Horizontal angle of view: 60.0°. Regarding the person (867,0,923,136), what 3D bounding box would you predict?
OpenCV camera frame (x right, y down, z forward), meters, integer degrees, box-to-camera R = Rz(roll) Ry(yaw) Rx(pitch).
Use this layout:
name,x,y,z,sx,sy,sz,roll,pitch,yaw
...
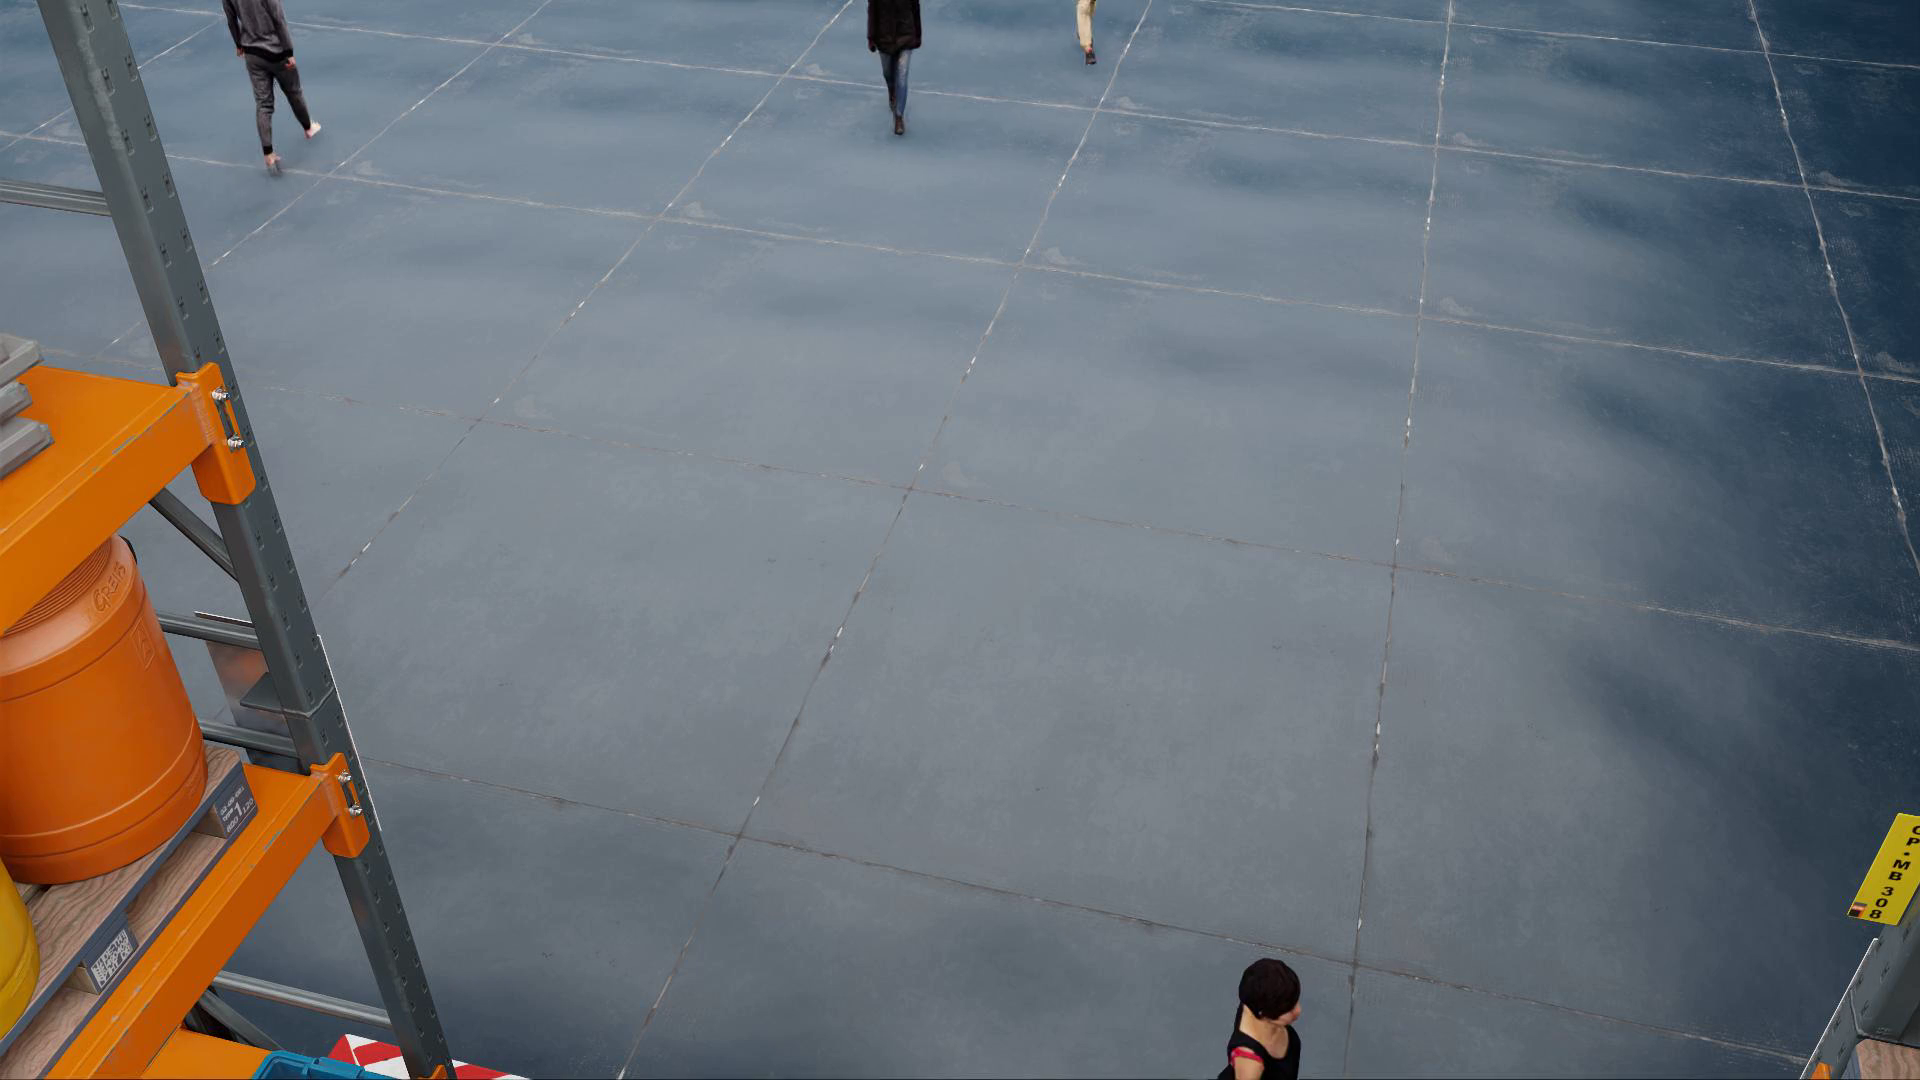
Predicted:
name,x,y,z,sx,sy,sz,roll,pitch,yaw
person,-0.570,-4.400,14.390,0.830,1.609,1.106,0,38,-1

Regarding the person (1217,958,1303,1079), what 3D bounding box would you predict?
name,x,y,z,sx,sy,sz,roll,pitch,yaw
person,1.008,2.079,6.178,0.675,1.524,0.970,14,40,17

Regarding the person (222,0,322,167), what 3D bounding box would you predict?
name,x,y,z,sx,sy,sz,roll,pitch,yaw
person,-5.744,-3.972,13.683,0.885,1.806,1.230,0,38,0
